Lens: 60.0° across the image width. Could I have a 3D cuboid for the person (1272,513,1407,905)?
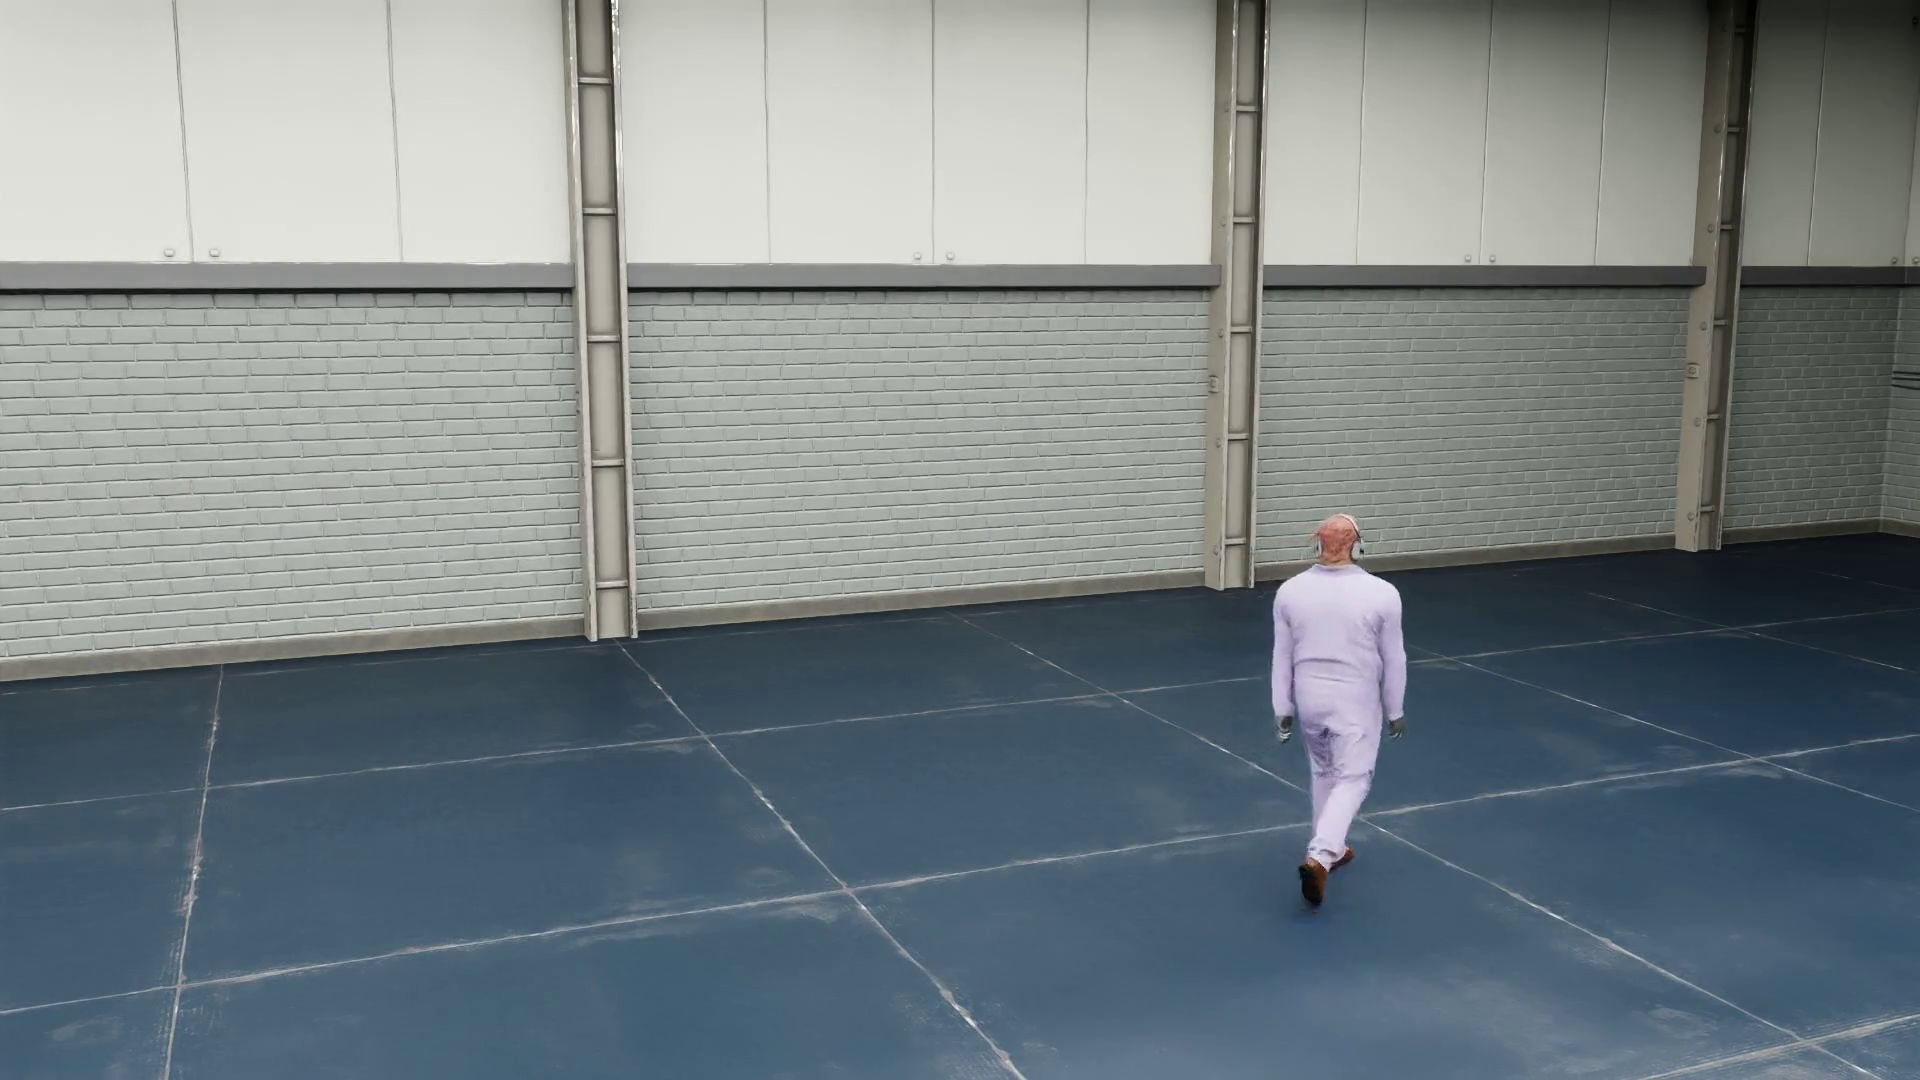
[{"bbox_3d":[1.838,0.809,8.175,0.639,1.875,0.872,6,11,35],"label":"person"}]
